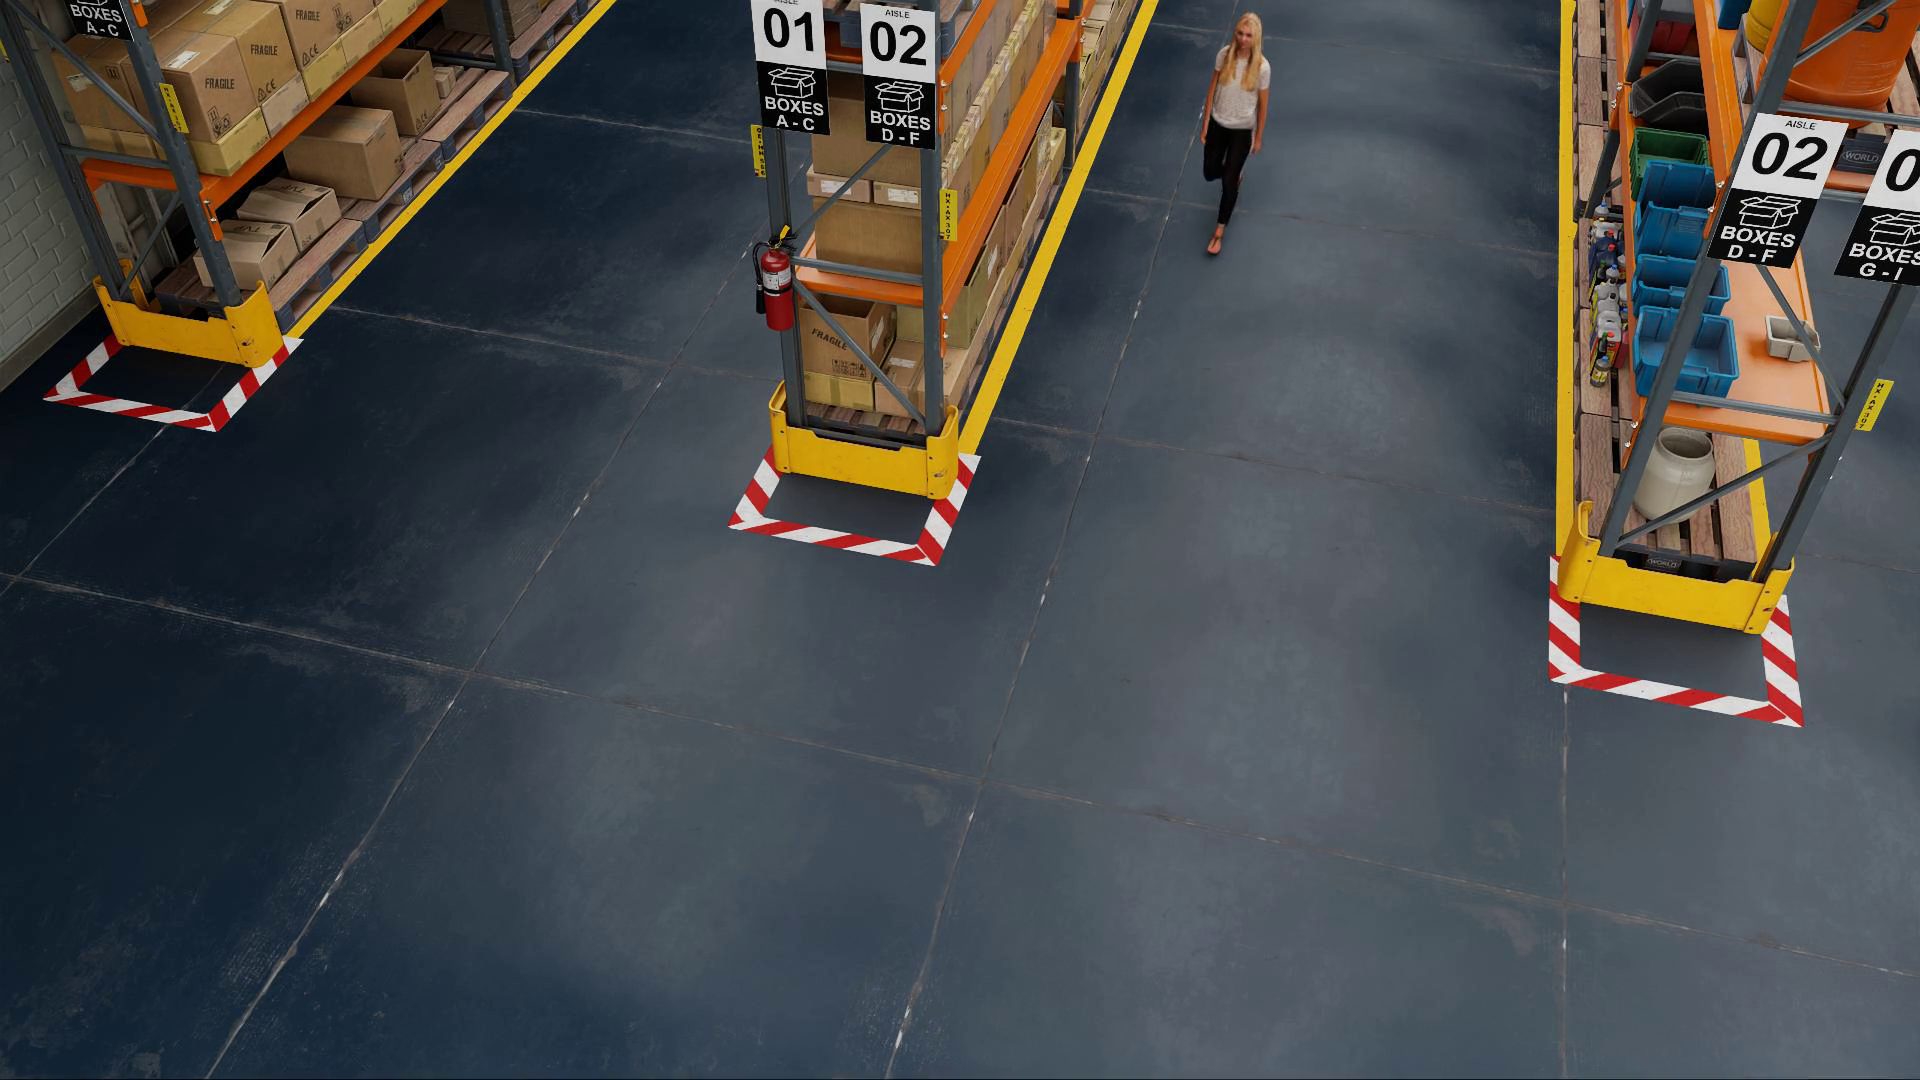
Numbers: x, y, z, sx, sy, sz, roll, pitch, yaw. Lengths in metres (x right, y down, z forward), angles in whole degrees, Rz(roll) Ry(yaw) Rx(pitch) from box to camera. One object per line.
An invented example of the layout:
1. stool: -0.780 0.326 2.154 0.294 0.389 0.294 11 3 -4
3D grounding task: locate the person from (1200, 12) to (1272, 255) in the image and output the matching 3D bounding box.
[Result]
1. person: 2.009 -3.025 12.155 0.747 1.811 1.011 19 46 20
